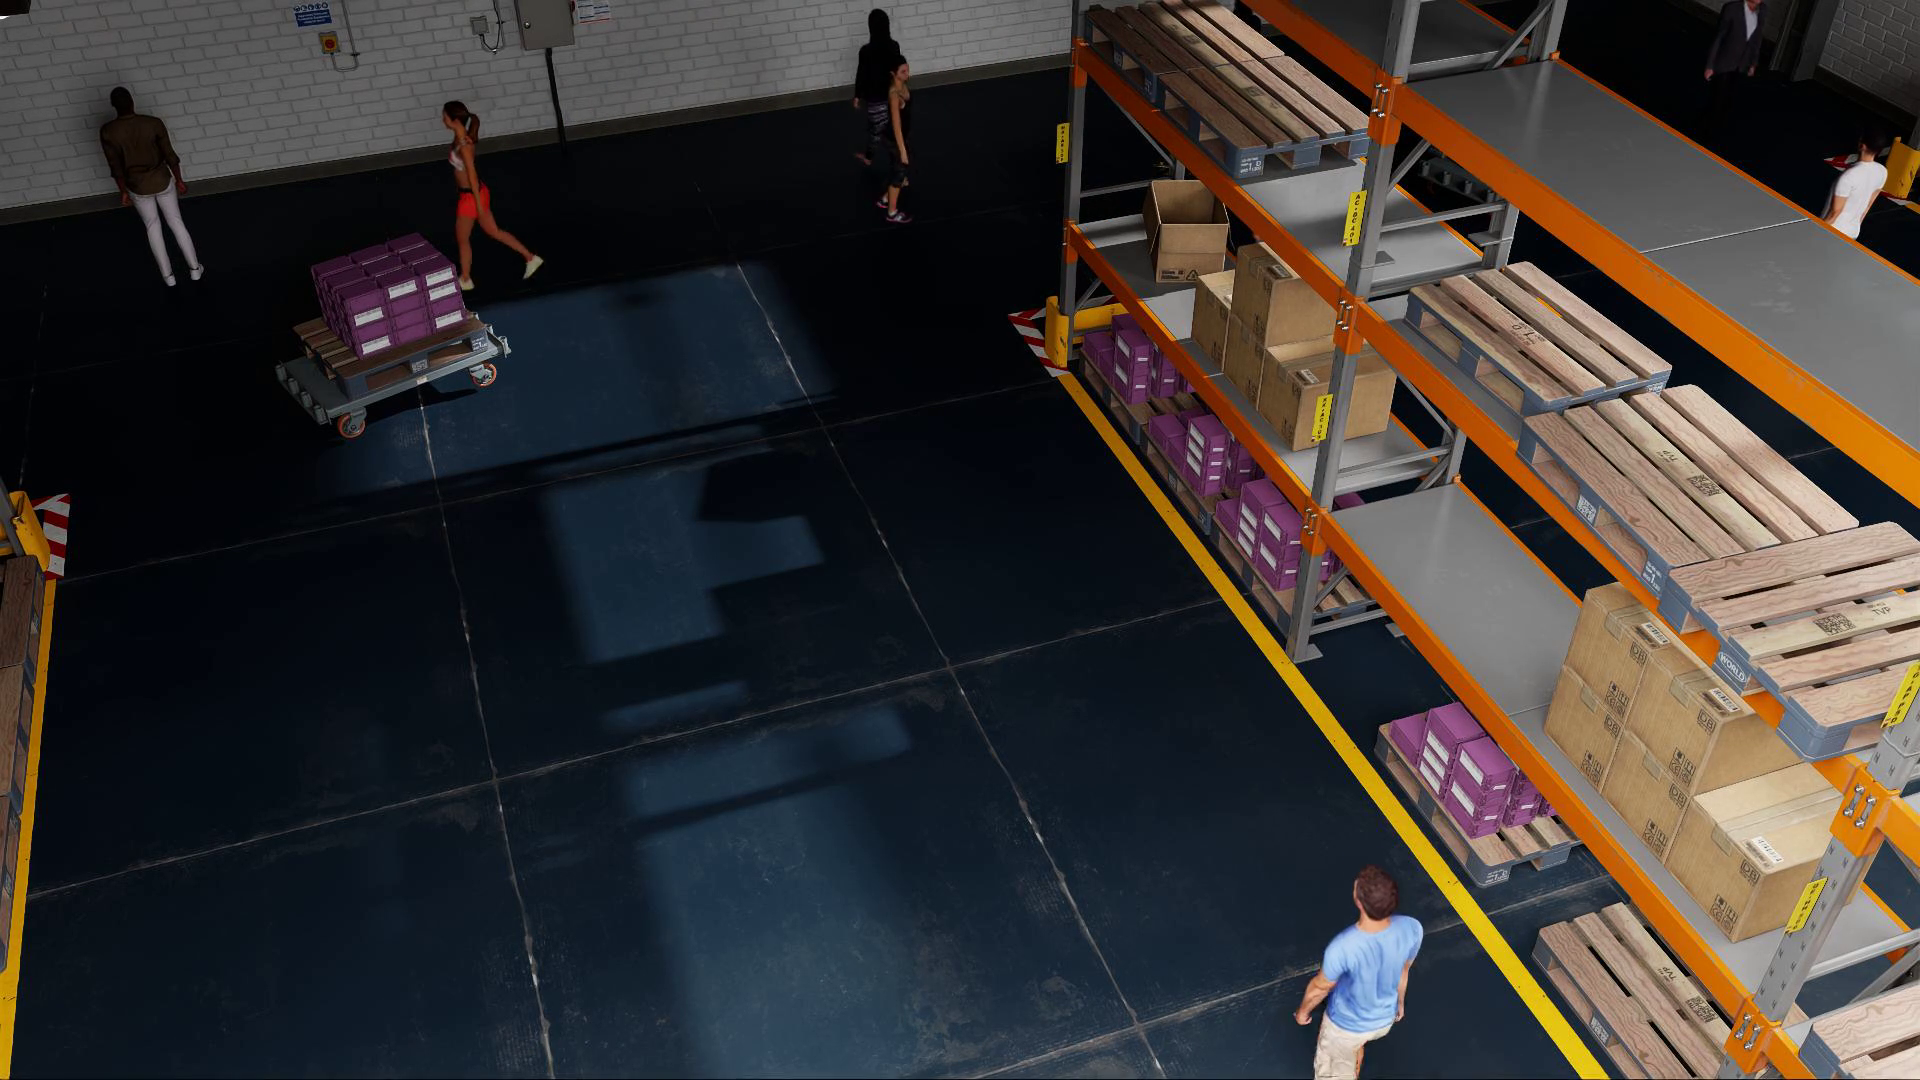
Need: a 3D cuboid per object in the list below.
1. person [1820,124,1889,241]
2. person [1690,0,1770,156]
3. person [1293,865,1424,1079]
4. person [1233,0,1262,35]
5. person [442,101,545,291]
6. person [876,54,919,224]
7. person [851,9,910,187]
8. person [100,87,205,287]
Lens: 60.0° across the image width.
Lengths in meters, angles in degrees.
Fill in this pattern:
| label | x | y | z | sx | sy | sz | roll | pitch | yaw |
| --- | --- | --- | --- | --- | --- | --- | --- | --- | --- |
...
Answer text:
| label | x | y | z | sx | sy | sz | roll | pitch | yaw |
| --- | --- | --- | --- | --- | --- | --- | --- | --- | --- |
| person | 7.379 | -2.606 | 13.965 | 0.686 | 1.867 | 0.580 | -16 | 41 | -19 |
| person | 7.719 | -4.821 | 16.768 | 0.734 | 1.830 | 0.632 | -11 | 40 | -13 |
| person | 1.928 | 2.292 | 7.845 | 0.655 | 1.850 | 0.677 | -14 | 41 | -17 |
| person | 2.816 | -4.819 | 16.938 | 0.579 | 1.615 | 0.566 | -13 | 40 | -16 |
| person | -4.161 | -2.988 | 14.532 | 0.755 | 1.757 | 1.102 | -7 | 39 | -9 |
| person | -0.675 | -3.708 | 15.470 | 0.777 | 1.710 | 0.695 | 2 | 39 | 2 |
| person | -0.729 | -4.241 | 16.162 | 0.913 | 1.680 | 1.205 | -30 | 47 | -32 |
| person | -7.118 | -3.108 | 14.627 | 0.750 | 1.825 | 0.594 | -17 | 42 | -20 |
